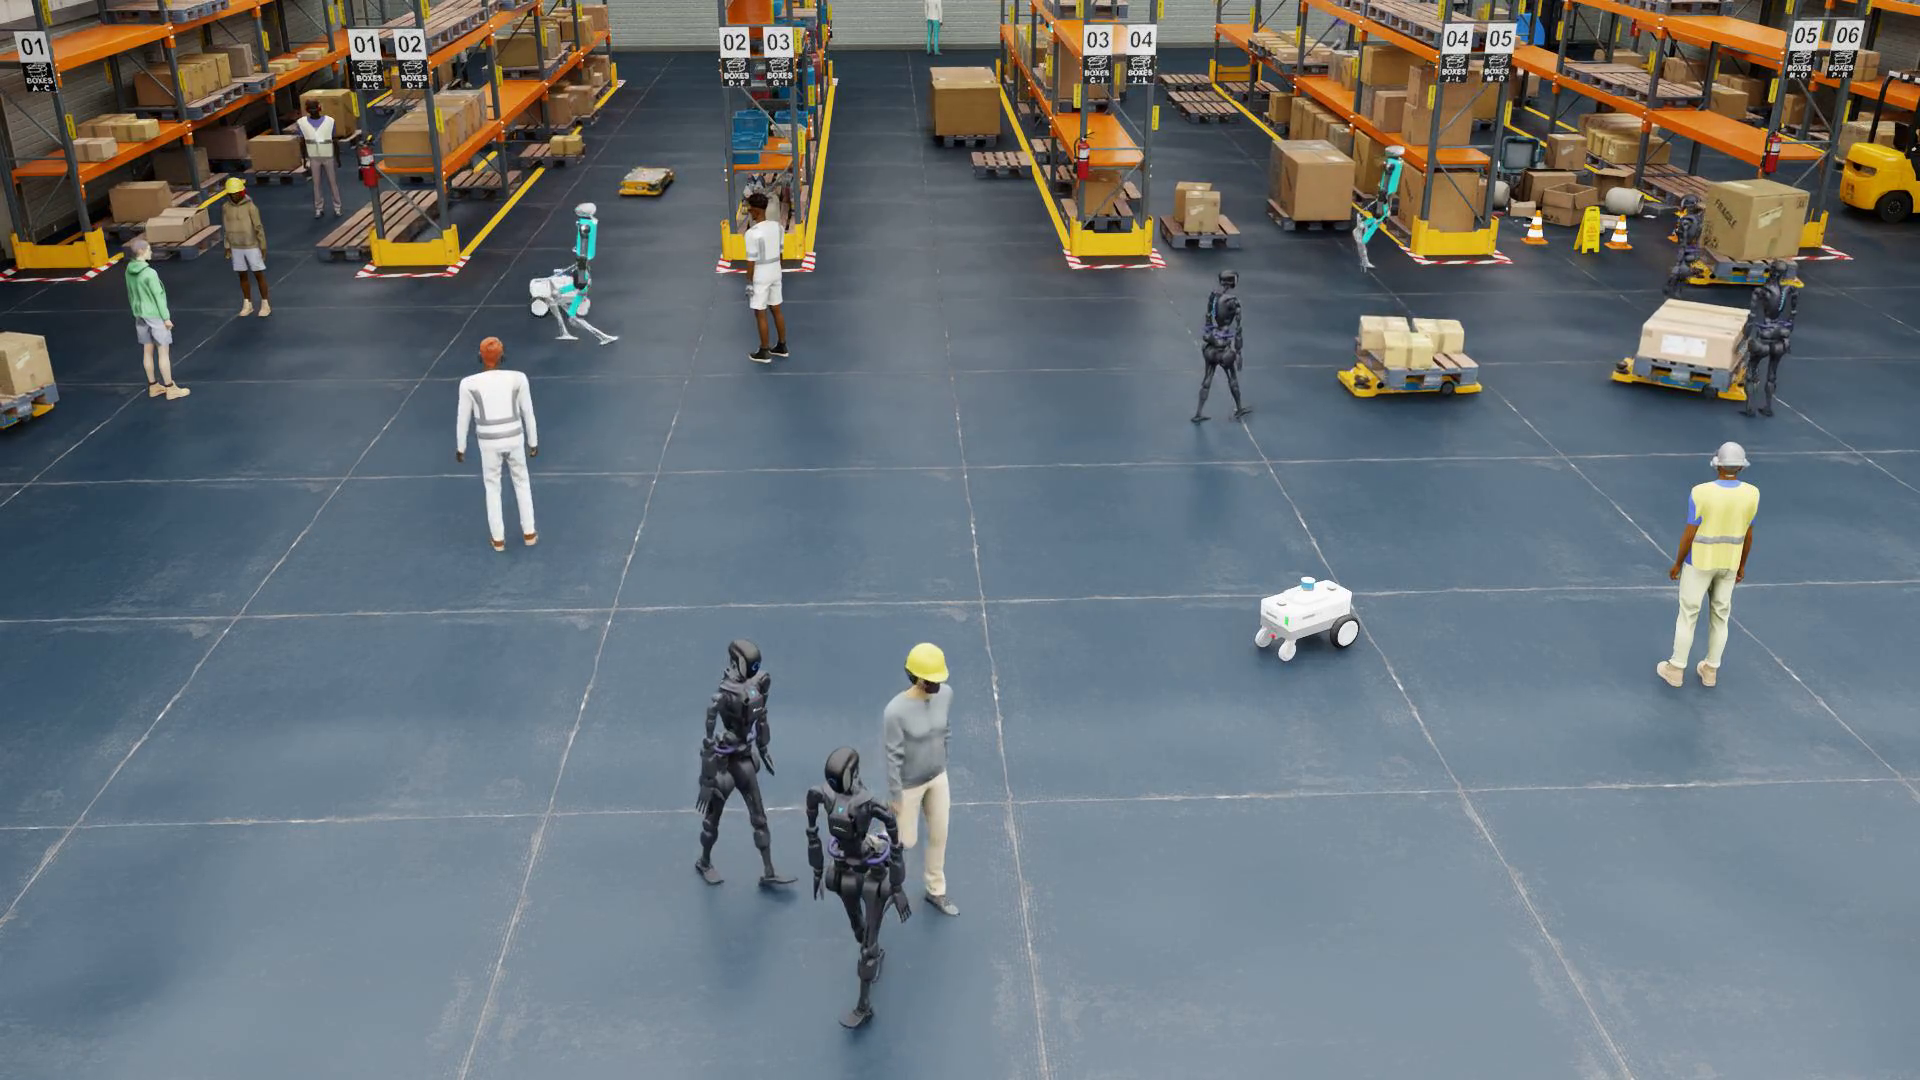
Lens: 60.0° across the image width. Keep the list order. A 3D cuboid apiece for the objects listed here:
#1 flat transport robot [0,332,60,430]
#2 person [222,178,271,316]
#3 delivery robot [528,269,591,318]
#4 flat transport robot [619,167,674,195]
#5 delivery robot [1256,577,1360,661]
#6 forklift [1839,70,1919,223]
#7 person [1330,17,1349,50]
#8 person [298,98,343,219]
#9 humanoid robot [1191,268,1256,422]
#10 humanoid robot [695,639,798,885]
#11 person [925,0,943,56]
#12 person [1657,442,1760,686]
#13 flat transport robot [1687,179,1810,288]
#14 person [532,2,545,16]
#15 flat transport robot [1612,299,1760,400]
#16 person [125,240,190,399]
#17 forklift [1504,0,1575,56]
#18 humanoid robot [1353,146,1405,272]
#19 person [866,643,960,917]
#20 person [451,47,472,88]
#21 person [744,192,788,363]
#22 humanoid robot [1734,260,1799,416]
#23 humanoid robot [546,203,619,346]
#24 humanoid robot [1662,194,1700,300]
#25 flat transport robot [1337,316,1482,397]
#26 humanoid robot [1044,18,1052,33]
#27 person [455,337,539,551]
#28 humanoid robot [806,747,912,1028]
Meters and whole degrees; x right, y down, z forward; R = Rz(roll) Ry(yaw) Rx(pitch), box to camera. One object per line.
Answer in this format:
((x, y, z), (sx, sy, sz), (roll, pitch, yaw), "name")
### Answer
((-10.199, -1.237, 17.253), (0.659, 0.231, 1.431), (6, 25, 12), "flat transport robot")
((-8.993, -3.697, 20.951), (0.542, 1.756, 0.415), (1, 24, 3), "person")
((-5.121, -3.138, 21.189), (0.808, 0.607, 0.499), (-2, 24, -4), "delivery robot")
((-5.292, -6.058, 28.085), (0.659, 0.231, 1.431), (1, 24, 1), "flat transport robot")
((2.682, 0.579, 12.843), (0.811, 0.614, 0.499), (-14, 28, -29), "delivery robot")
((15.132, -6.143, 25.915), (2.313, 2.155, 1.214), (-1, 24, -2), "forklift")
((9.456, -12.754, 41.272), (0.506, 1.787, 0.611), (-2, 24, -5), "person")
((-9.948, -5.952, 25.907), (0.569, 1.843, 0.373), (-6, 25, -14), "person")
((2.769, -2.052, 17.377), (0.693, 1.637, 0.605), (-13, 27, -26), "humanoid robot")
((-1.304, 1.325, 9.785), (0.688, 1.621, 0.608), (14, 28, 29), "humanoid robot")
((-0.654, -13.297, 42.510), (0.532, 1.766, 0.324), (19, 30, 36), "person")
((5.444, 0.193, 12.044), (0.520, 1.894, 0.400), (1, 24, 2), "person")
((10.622, -3.615, 22.595), (1.431, 0.231, 0.659), (4, 24, 9), "flat transport robot")
((-10.415, -12.668, 40.977), (0.530, 1.860, 0.377), (1, 24, 2), "person")
((8.125, -1.841, 18.609), (1.431, 0.231, 0.659), (15, 28, 30), "flat transport robot")
((-8.764, -2.383, 18.020), (0.483, 1.737, 0.316), (11, 26, 23), "person")
((14.700, -13.805, 42.301), (1.873, 2.768, 1.129), (-1, 24, -2), "forklift")
((5.667, -4.505, 22.924), (0.757, 1.879, 0.544), (13, 27, 27), "humanoid robot")
((-0.273, 1.346, 9.631), (0.529, 1.747, 0.597), (-20, 31, -38), "person")
((-11.377, -11.088, 37.627), (0.539, 1.695, 0.317), (-1, 24, -2), "person")
((-2.261, -3.039, 19.235), (0.369, 1.955, 0.602), (16, 29, 32), "person")
((8.506, -2.132, 17.527), (0.598, 1.654, 0.324), (-4, 24, -9), "humanoid robot")
((-4.579, -3.092, 19.620), (0.992, 1.737, 0.533), (-1, 24, -3), "humanoid robot")
((8.860, -3.414, 20.419), (0.355, 1.645, 0.605), (11, 26, 23), "humanoid robot")
((5.008, -1.803, 18.523), (1.431, 0.231, 0.659), (-3, 24, -6), "flat transport robot")
((2.328, -12.976, 41.665), (0.735, 1.672, 0.533), (5, 24, 10), "humanoid robot")
((-3.997, -0.820, 14.338), (0.696, 1.877, 0.361), (-9, 26, -20), "person")
((-0.520, 1.768, 8.798), (0.589, 1.627, 0.707), (9, 25, 19), "humanoid robot")
